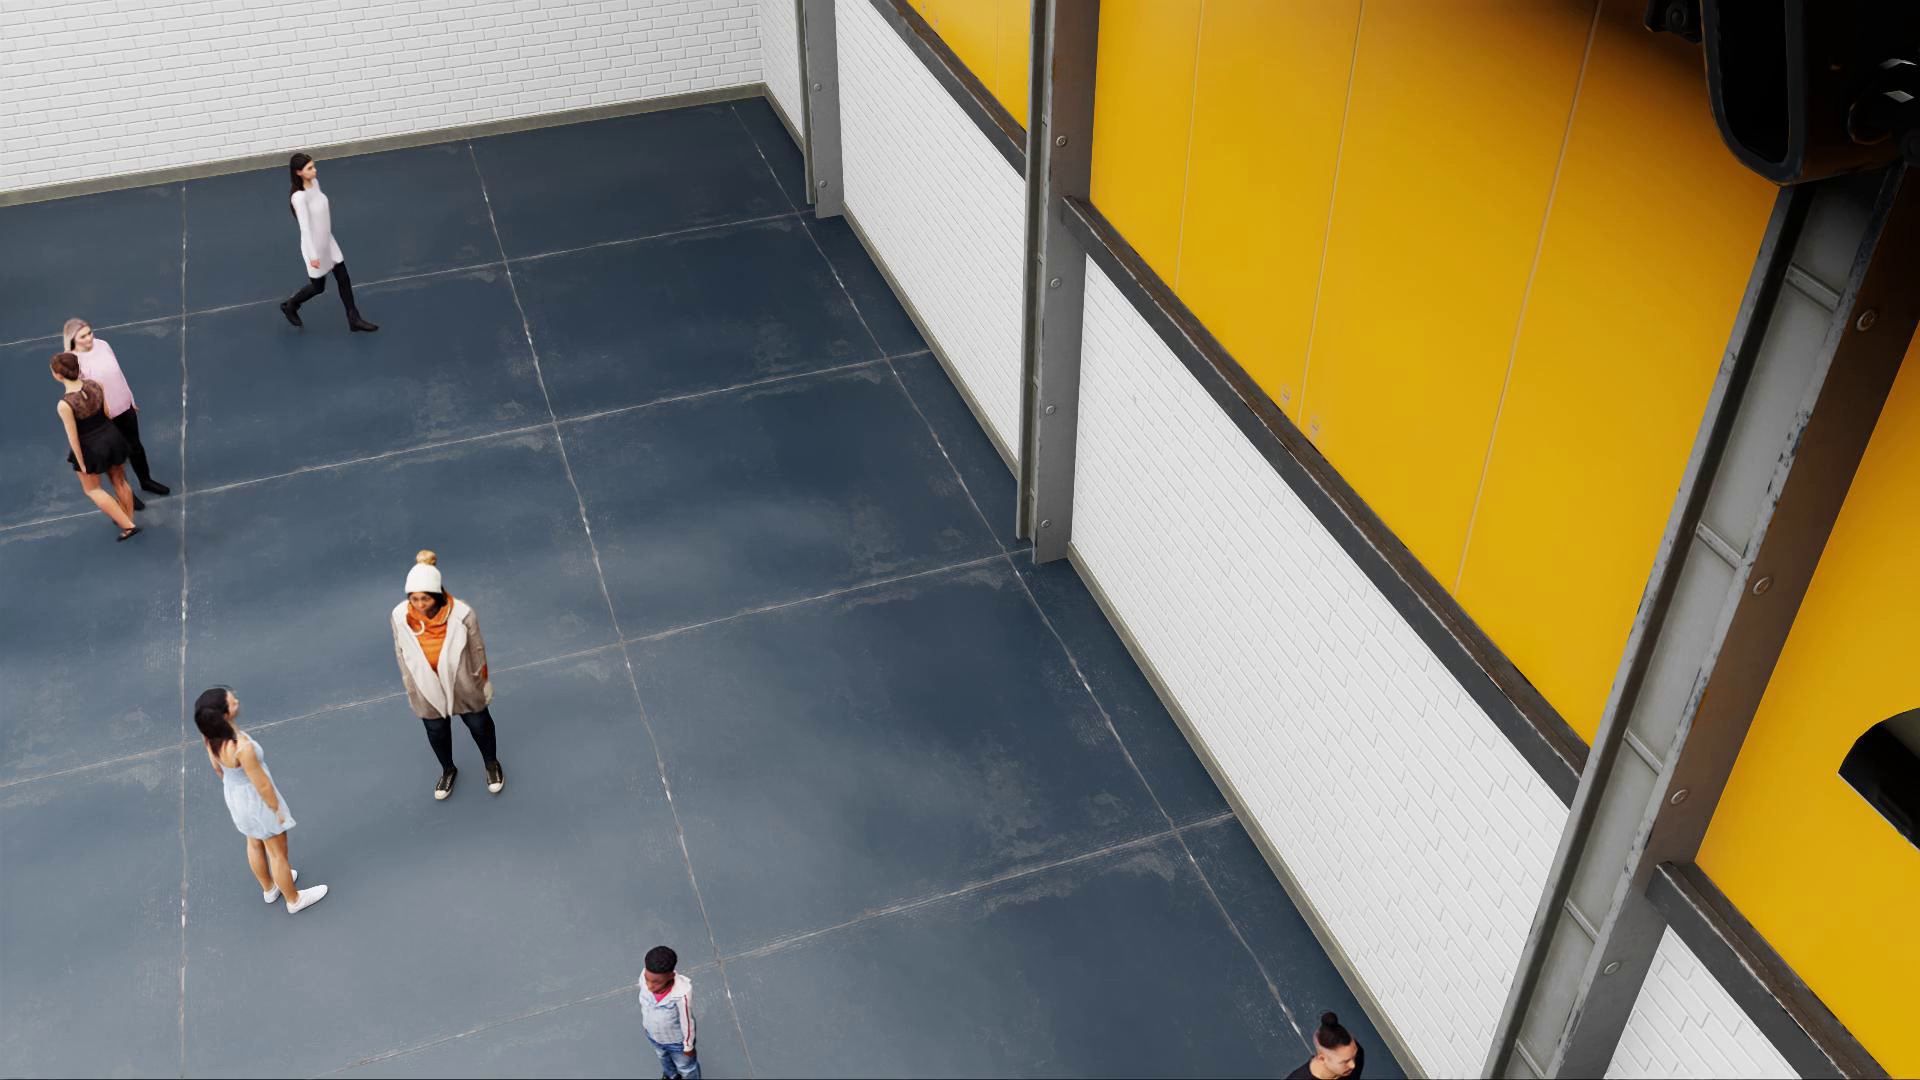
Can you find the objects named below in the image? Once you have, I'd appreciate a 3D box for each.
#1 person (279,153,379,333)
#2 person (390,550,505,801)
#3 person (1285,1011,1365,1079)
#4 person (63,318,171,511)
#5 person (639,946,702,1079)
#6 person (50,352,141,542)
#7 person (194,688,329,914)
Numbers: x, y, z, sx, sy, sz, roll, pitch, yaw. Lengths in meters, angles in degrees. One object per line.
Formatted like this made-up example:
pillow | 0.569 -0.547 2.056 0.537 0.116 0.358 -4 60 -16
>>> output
person | -5.828 -2.627 14.903 0.984 1.783 1.110 4 39 5
person | -3.227 0.846 10.471 0.749 1.887 0.736 -5 39 -6
person | 1.689 2.853 7.973 0.768 1.868 0.723 -29 47 -31
person | -6.642 -1.006 12.951 0.746 1.686 0.685 16 41 19
person | -1.529 2.568 8.817 0.561 1.261 0.627 21 43 24
person | -6.462 -0.691 12.568 0.826 1.672 0.767 17 42 20
person | -4.156 1.525 9.748 0.645 1.729 0.733 22 44 25
